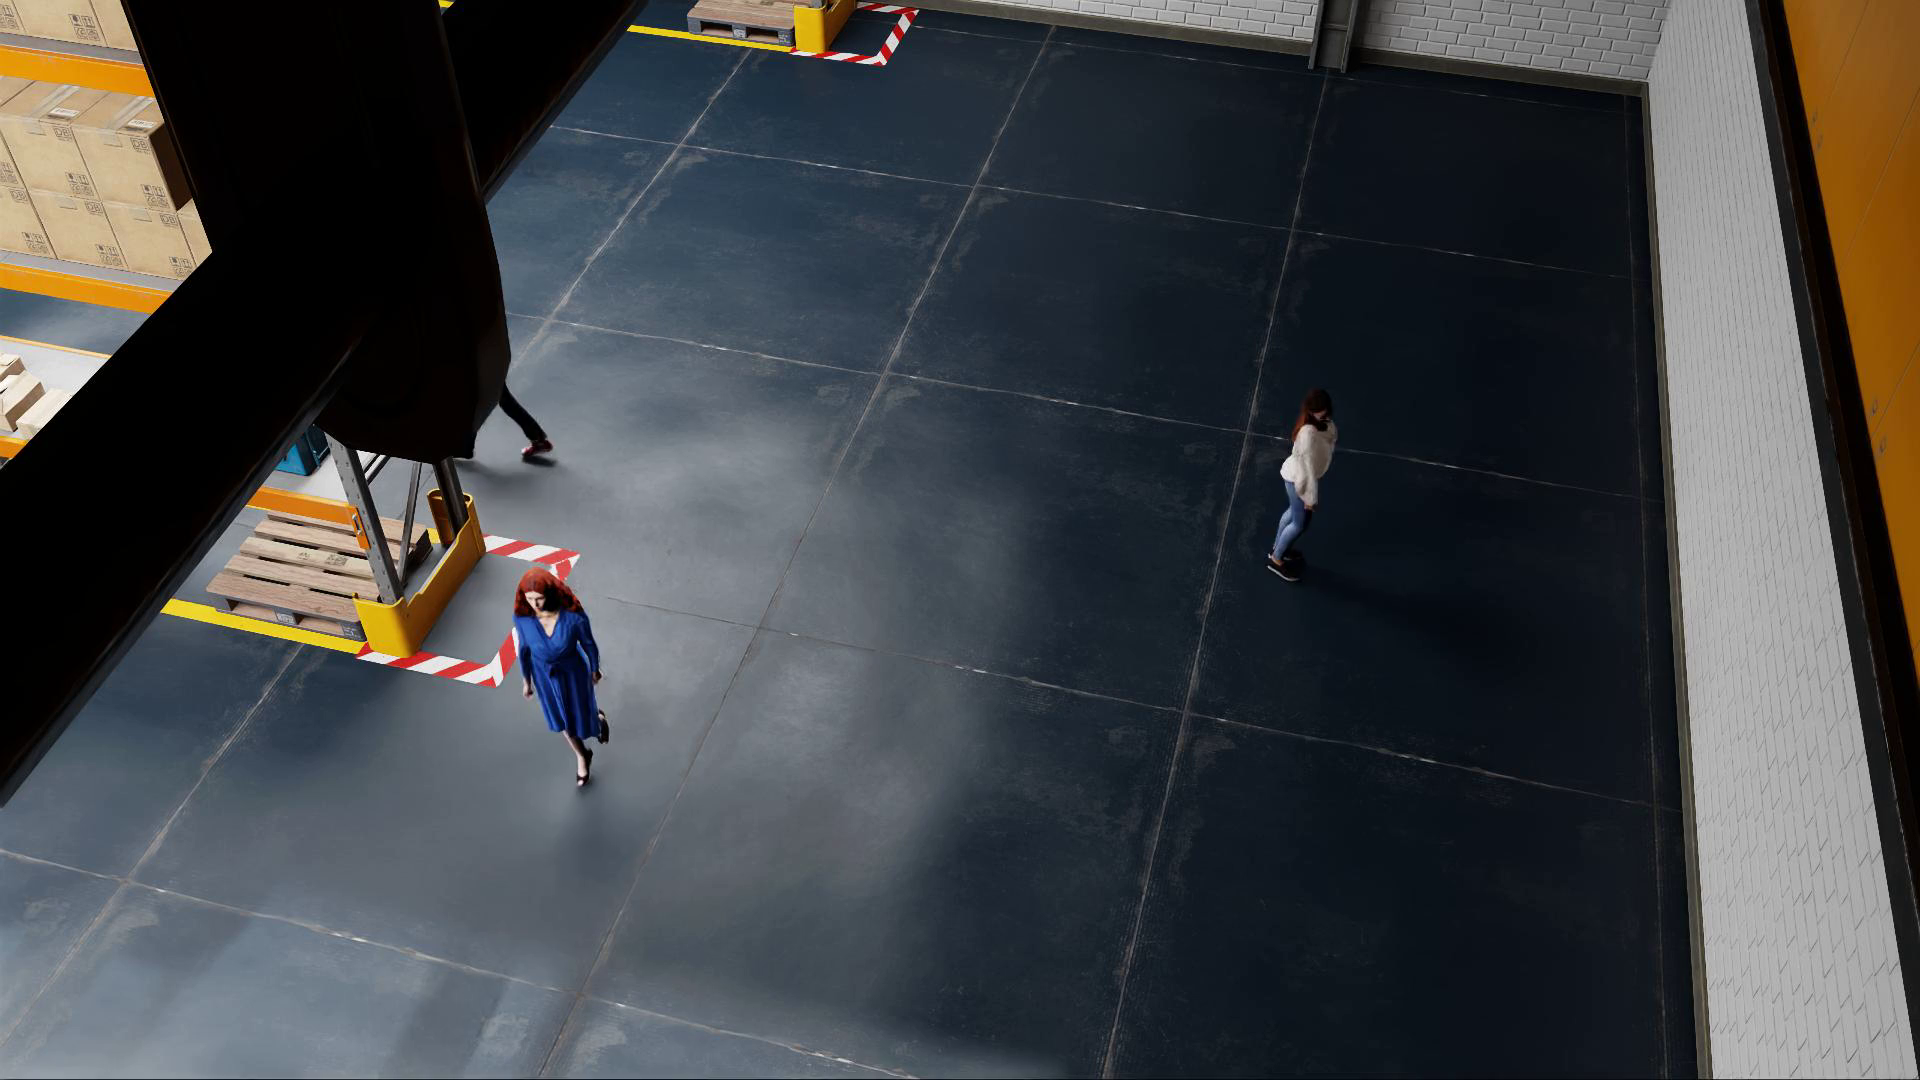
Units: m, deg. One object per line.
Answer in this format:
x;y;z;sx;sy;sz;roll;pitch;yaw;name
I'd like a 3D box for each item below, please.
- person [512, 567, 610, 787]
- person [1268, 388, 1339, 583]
-2.395;0.778;10.143;0.728;1.815;0.740;4;44;4;person
2.400;-0.439;11.519;0.538;1.679;0.642;0;44;0;person
